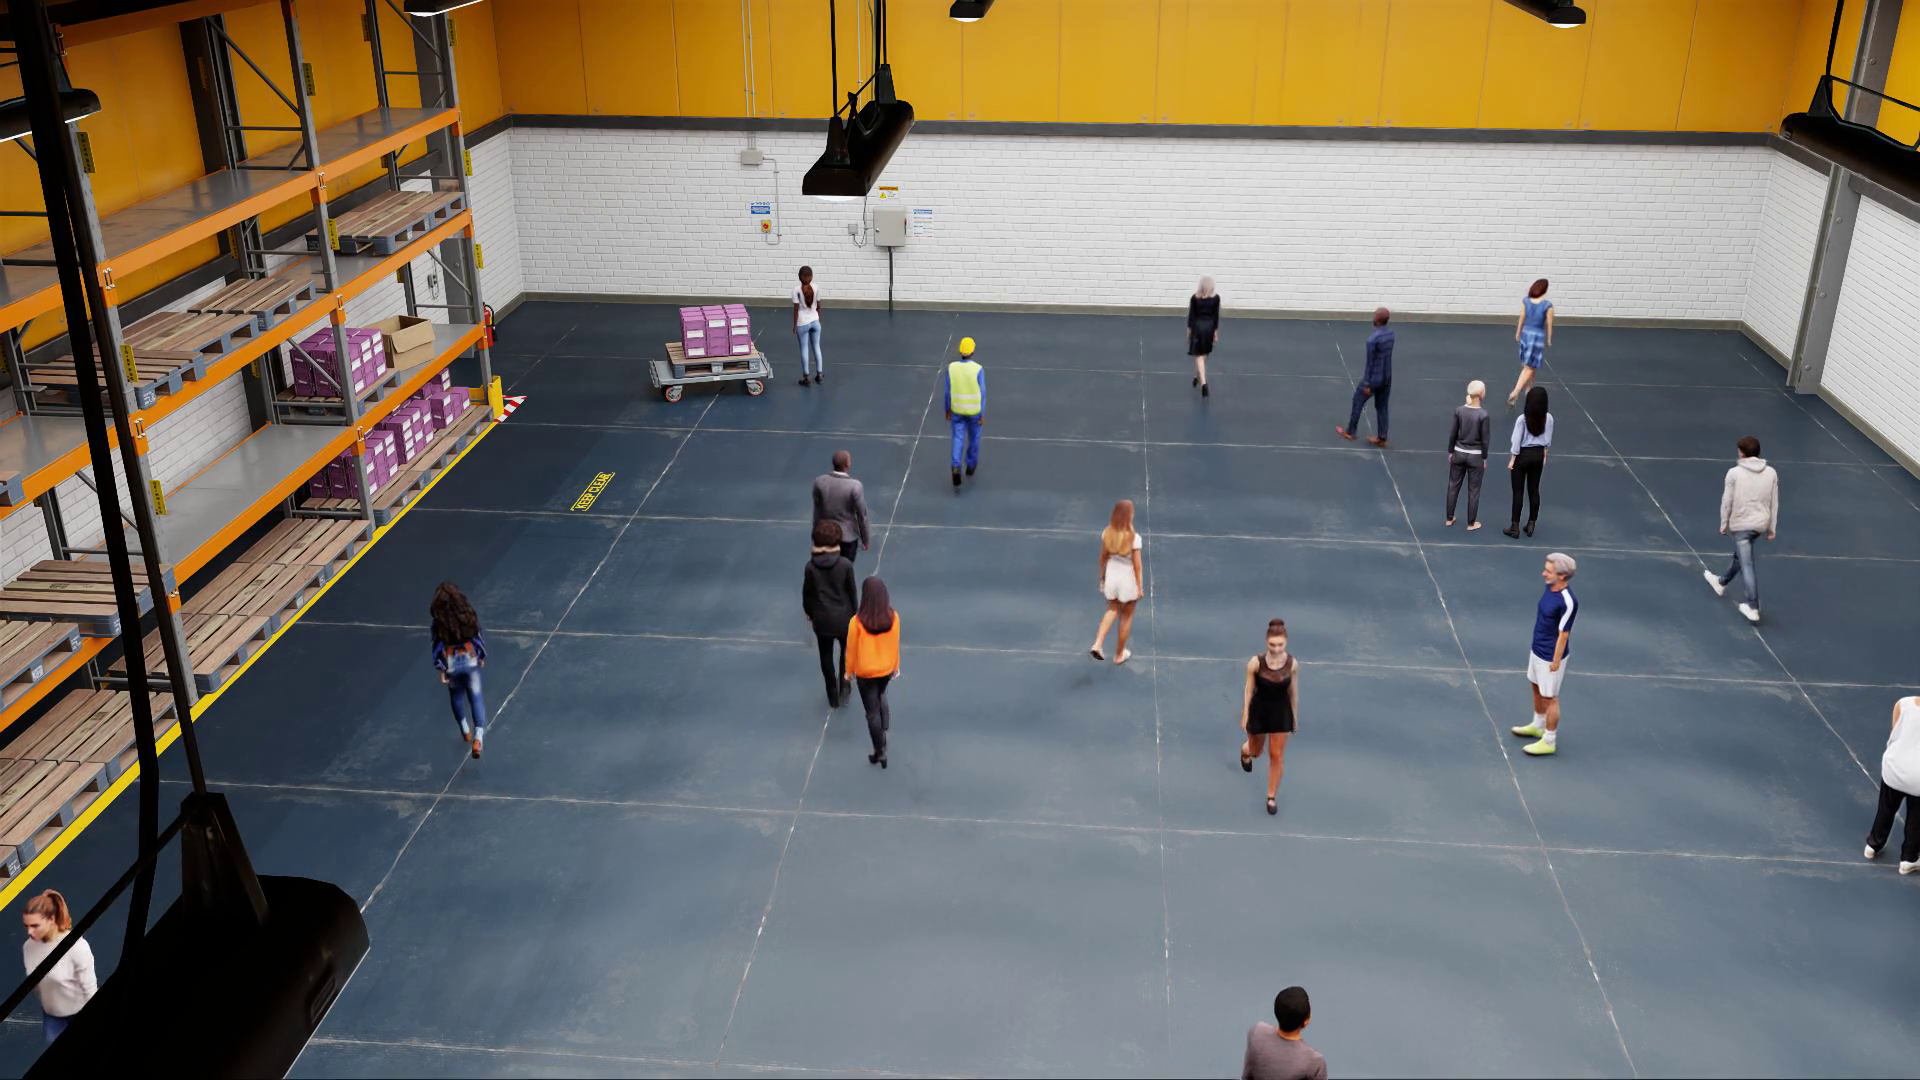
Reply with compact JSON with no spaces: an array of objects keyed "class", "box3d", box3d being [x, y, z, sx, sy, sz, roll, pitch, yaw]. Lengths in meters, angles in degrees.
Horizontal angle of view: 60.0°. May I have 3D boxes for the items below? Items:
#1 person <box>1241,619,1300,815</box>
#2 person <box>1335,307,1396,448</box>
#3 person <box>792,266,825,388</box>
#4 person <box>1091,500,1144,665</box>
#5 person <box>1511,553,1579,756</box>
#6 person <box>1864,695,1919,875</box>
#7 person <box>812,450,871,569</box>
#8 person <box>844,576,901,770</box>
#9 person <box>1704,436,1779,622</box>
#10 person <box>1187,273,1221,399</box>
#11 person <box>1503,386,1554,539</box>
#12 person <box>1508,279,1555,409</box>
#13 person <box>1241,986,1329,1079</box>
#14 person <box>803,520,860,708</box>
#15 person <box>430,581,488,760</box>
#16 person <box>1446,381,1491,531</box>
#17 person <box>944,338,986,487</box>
[{"class":"person","box3d":[2.490,1.369,13.470,0.639,1.660,0.888,-1,24,-3]},{"class":"person","box3d":[5.357,-2.047,21.112,0.995,1.797,1.072,-16,28,-33]},{"class":"person","box3d":[-2.141,-3.030,23.460,0.671,1.719,0.696,-12,27,-26]},{"class":"person","box3d":[1.465,0.439,15.571,0.795,1.681,0.895,17,29,34]},{"class":"person","box3d":[5.046,0.947,14.218,0.715,1.834,0.524,-1,24,-3]},{"class":"person","box3d":[7.259,1.722,12.630,0.817,1.686,0.760,-19,30,-37]},{"class":"person","box3d":[-1.220,-0.006,16.432,0.807,1.807,0.802,6,24,13]},{"class":"person","box3d":[-0.671,1.138,13.902,0.759,1.737,0.814,-16,28,-33]},{"class":"person","box3d":[7.924,-0.072,16.608,0.865,1.787,1.223,-2,24,-4]},{"class":"person","box3d":[3.348,-2.783,22.916,0.683,1.702,1.160,-1,24,-3]},{"class":"person","box3d":[6.315,-0.870,18.488,0.720,1.743,0.672,-6,24,-14]},{"class":"person","box3d":[7.679,-2.608,22.433,1.183,1.769,1.123,-18,30,-36]},{"class":"person","box3d":[1.685,3.226,9.103,0.788,1.754,0.830,14,27,30]},{"class":"person","box3d":[-1.136,0.703,14.862,0.682,1.765,0.633,-1,24,-1]},{"class":"person","box3d":[-4.218,1.117,14.131,0.874,1.592,1.096,-8,25,-18]},{"class":"person","box3d":[5.725,-0.963,18.722,0.687,1.727,0.703,18,29,35]},{"class":"person","box3d":[0.052,-1.519,19.914,0.703,1.790,1.132,3,24,8]}]
